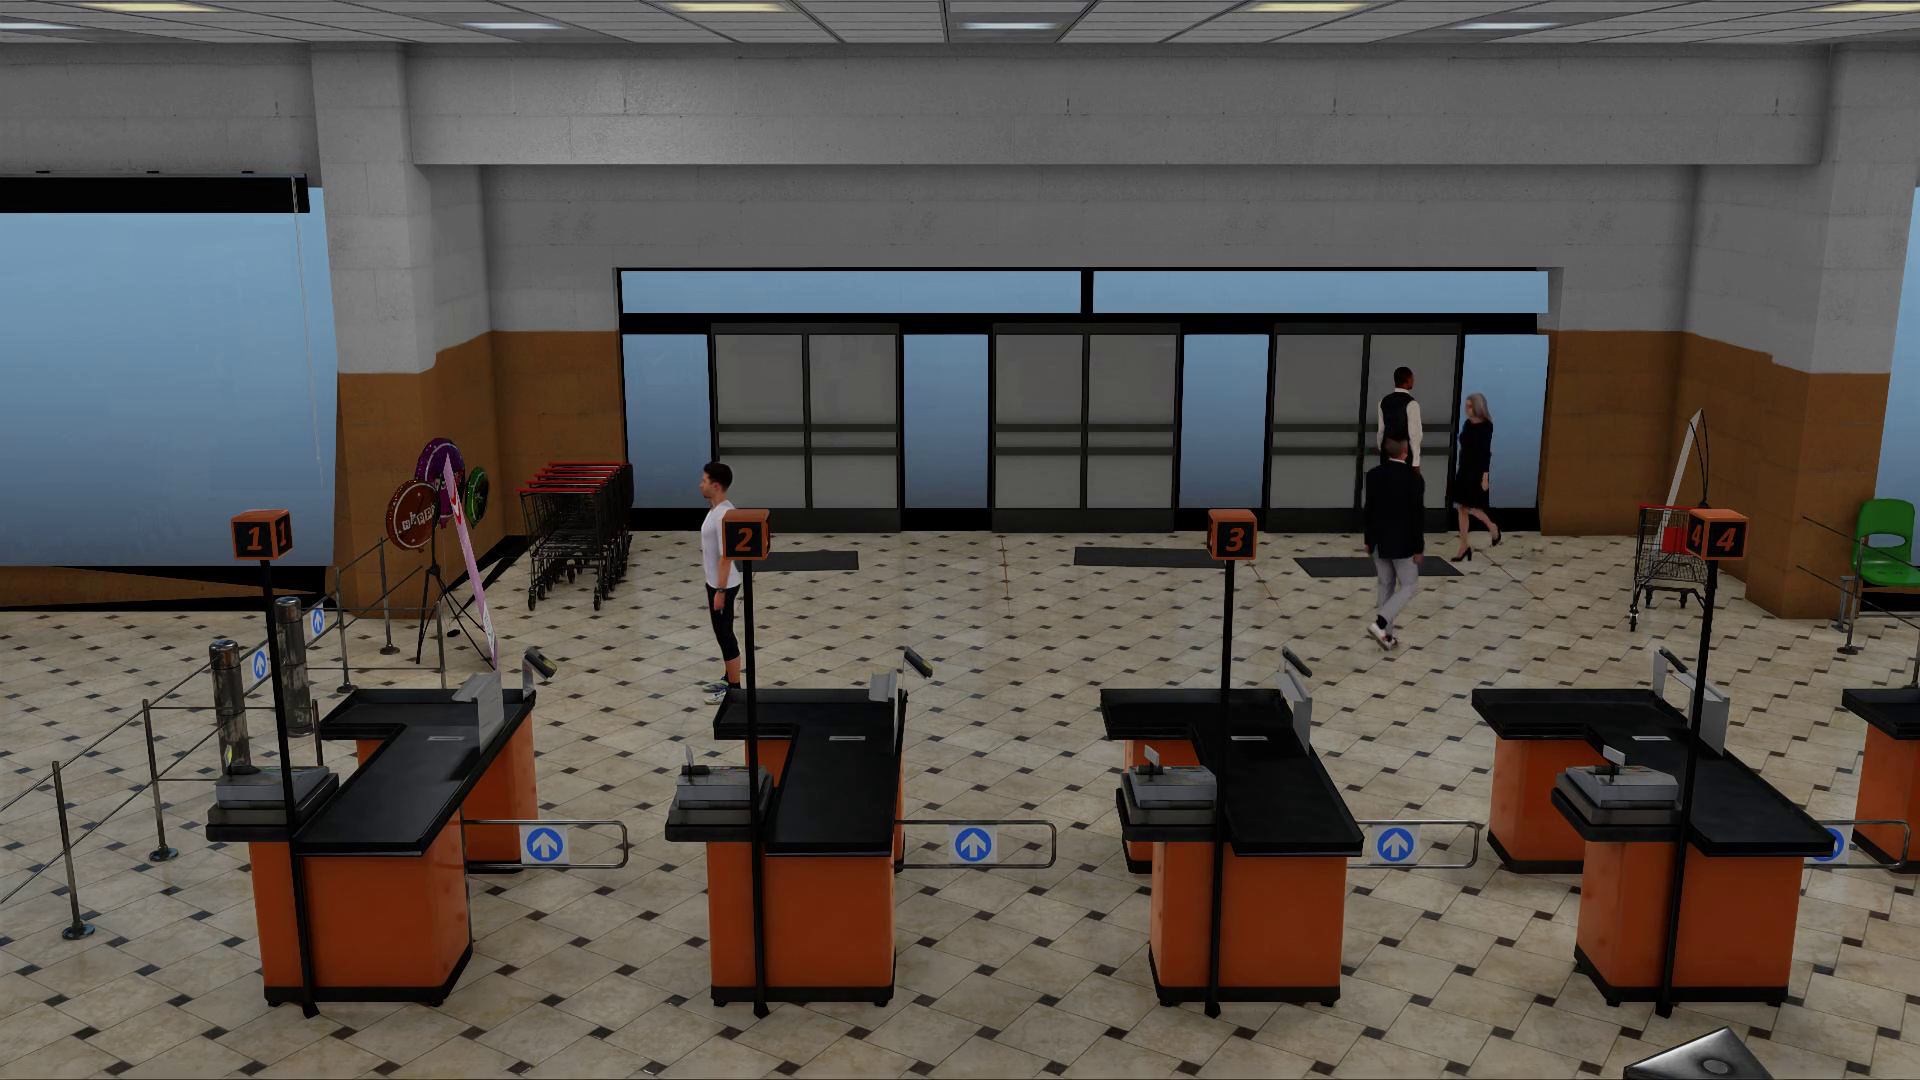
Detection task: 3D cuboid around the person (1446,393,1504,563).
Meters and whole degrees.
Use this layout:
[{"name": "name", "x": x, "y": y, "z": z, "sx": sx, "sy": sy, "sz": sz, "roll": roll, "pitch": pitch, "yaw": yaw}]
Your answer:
[{"name": "person", "x": 5.263, "y": -0.620, "z": 16.826, "sx": 0.833, "sy": 1.731, "sz": 0.875, "roll": -4, "pitch": 14, "yaw": -16}]

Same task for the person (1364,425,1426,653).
[{"name": "person", "x": 3.541, "y": 0.015, "z": 13.754, "sx": 1.037, "sy": 1.944, "sz": 0.980, "roll": -12, "pitch": 18, "yaw": -42}]

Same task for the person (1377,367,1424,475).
[{"name": "person", "x": 4.585, "y": -0.861, "z": 17.420, "sx": 0.838, "sy": 1.919, "sz": 0.742, "roll": -10, "pitch": 17, "yaw": -36}]

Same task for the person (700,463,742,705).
[{"name": "person", "x": -1.815, "y": 0.321, "z": 12.691, "sx": 0.775, "sy": 1.851, "sz": 0.550, "roll": -3, "pitch": 14, "yaw": -10}]
